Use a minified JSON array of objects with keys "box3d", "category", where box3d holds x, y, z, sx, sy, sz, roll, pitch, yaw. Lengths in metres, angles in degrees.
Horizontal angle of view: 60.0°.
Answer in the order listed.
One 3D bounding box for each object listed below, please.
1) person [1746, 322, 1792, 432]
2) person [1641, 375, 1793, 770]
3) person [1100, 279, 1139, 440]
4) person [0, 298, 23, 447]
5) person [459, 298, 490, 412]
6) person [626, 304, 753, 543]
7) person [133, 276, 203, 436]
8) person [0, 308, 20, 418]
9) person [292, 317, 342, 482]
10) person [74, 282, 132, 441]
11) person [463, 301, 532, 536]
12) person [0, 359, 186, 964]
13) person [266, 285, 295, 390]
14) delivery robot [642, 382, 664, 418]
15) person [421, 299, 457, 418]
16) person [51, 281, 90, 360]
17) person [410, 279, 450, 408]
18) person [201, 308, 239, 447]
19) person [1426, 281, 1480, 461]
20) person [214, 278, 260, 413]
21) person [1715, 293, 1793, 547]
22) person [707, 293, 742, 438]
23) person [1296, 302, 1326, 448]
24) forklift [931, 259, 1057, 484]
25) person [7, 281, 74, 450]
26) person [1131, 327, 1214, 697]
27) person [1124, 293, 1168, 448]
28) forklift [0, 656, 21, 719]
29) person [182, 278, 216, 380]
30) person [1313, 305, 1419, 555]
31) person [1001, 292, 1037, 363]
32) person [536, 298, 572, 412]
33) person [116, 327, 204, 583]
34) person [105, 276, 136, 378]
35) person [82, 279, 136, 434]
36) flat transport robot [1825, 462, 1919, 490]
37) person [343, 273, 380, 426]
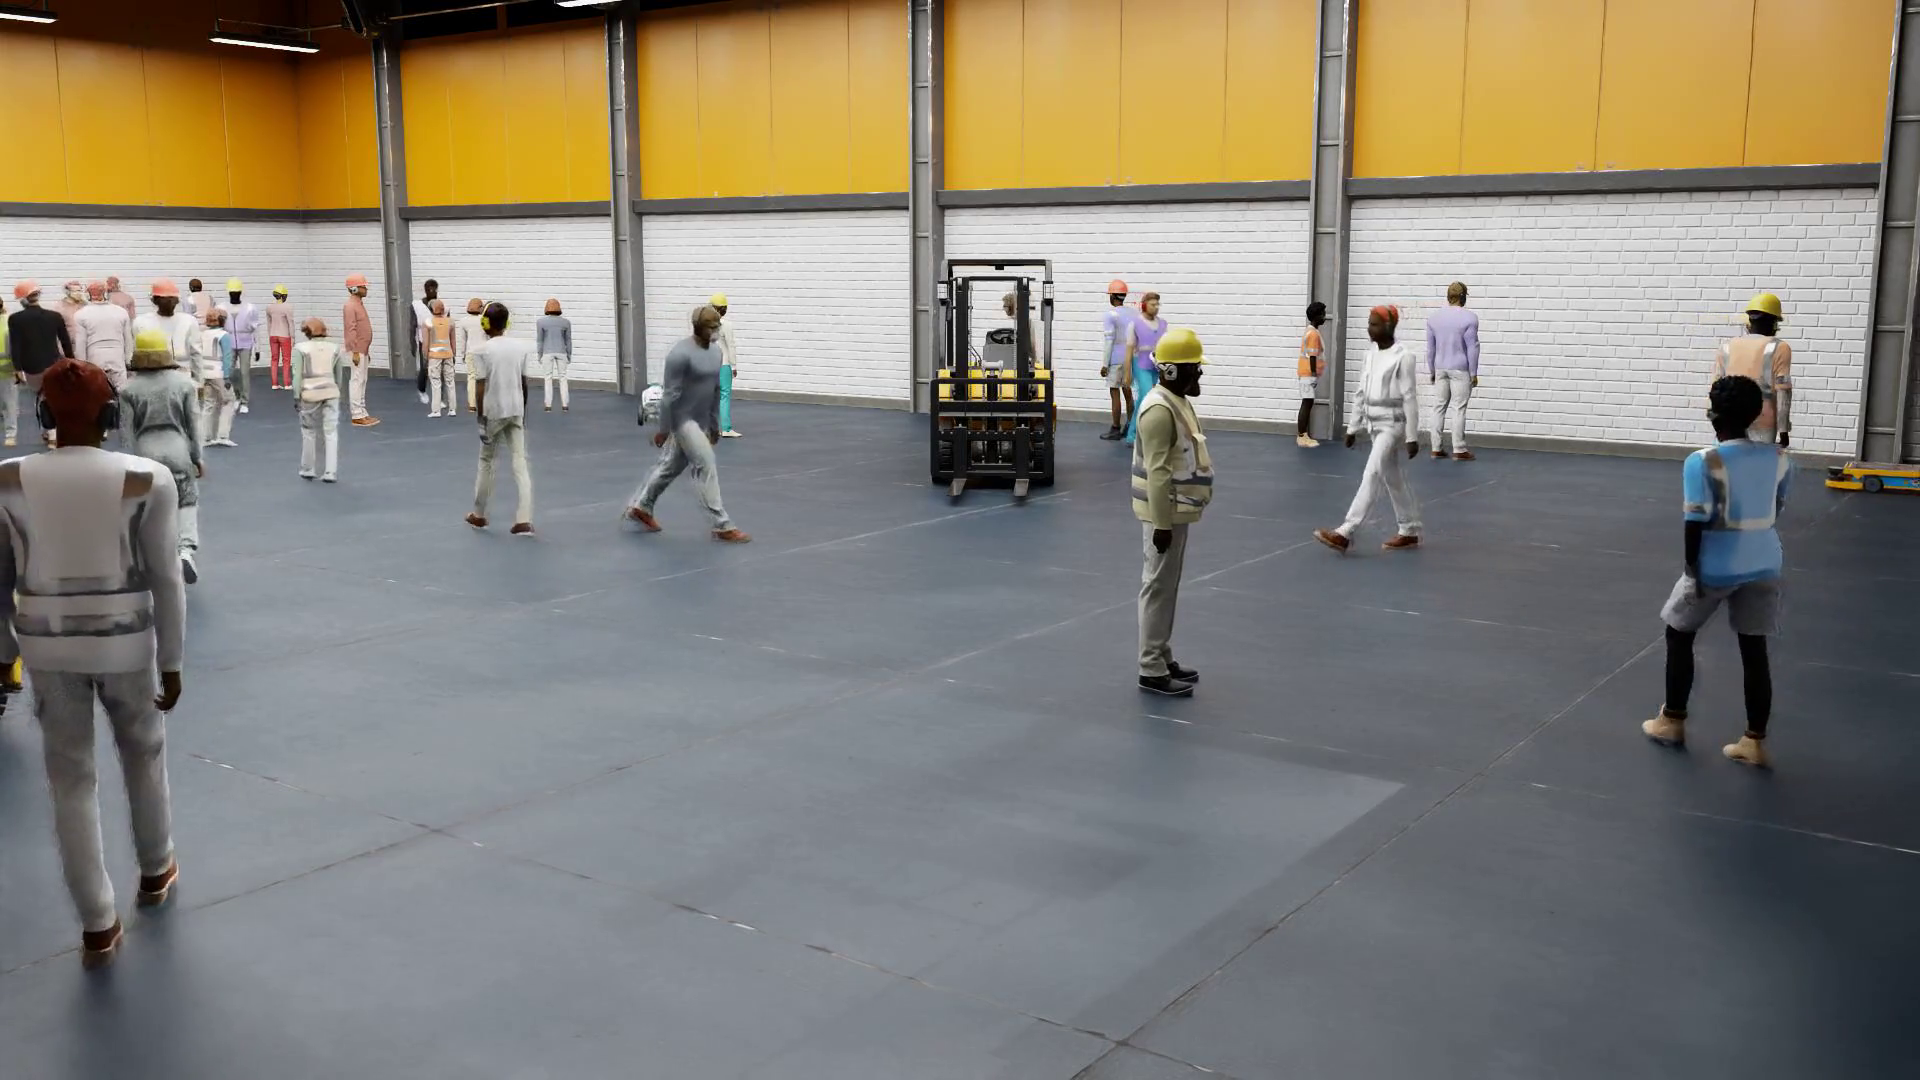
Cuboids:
[{"box3d":[6.749,-1.038,13.933,0.656,1.748,0.538,-1,10,-6],"category":"person"},{"box3d":[3.296,0.123,7.233,0.549,1.673,0.716,-2,10,-10],"category":"person"},{"box3d":[1.906,-2.173,20.107,0.542,1.939,0.369,-8,12,-39],"category":"person"},{"box3d":[-11.073,-1.915,19.081,0.627,1.781,0.966,-5,11,-27],"category":"person"},{"box3d":[-6.909,-2.647,23.837,0.498,1.634,0.282,1,10,4],"category":"person"},{"box3d":[-2.156,-0.914,12.921,1.162,1.857,0.654,4,10,22],"category":"person"},{"box3d":[-7.738,-1.562,16.250,0.613,2.024,0.667,-9,13,-42],"category":"person"},{"box3d":[-13.208,-2.491,22.979,0.361,1.616,0.574,0,10,1],"category":"person"},{"box3d":[-6.330,-1.380,16.344,0.527,1.599,0.738,-8,13,-40],"category":"person"},{"box3d":[-10.340,-2.149,20.088,0.637,1.901,0.403,-9,13,-43],"category":"person"},{"box3d":[-3.672,-0.970,13.222,0.499,1.835,0.924,-8,12,-38],"category":"person"},{"box3d":[-2.785,0.348,5.340,0.587,1.848,0.864,-4,10,-22],"category":"person"},{"box3d":[-11.367,-3.387,27.884,0.518,1.757,0.340,2,10,14],"category":"person"},{"box3d":[-4.046,-1.863,22.099,0.477,0.478,0.707,-2,10,-12],"category":"delivery robot"},{"box3d":[-7.183,-2.503,22.969,0.307,1.638,0.513,9,13,44],"category":"person"},{"box3d":[-12.286,-2.674,23.271,0.833,1.874,0.687,6,11,32],"category":"person"},{"box3d":[-7.806,-2.890,24.485,0.627,1.899,0.629,-6,12,-34],"category":"person"},{"box3d":[-8.650,-1.879,19.330,0.524,1.610,0.409,7,12,34],"category":"person"},{"box3d":[5.347,-1.825,18.034,0.373,1.940,0.628,-8,13,-40],"category":"person"},{"box3d":[-10.244,-2.749,23.591,0.609,1.915,0.416,-2,10,-14],"category":"person"},{"box3d":[5.972,-0.889,12.524,0.381,1.917,0.585,-6,12,-34],"category":"person"},{"box3d":[-2.940,-2.137,20.398,0.525,1.772,0.308,7,12,34],"category":"person"},{"box3d":[4.082,-1.916,19.334,0.320,1.690,0.532,1,10,8],"category":"person"},{"box3d":[0.370,-1.738,16.759,1.214,2.155,2.313,1,10,3],"category":"forklift"},{"box3d":[-10.567,-2.001,19.153,0.639,1.926,1.028,-6,11,-30],"category":"person"},{"box3d":[1.068,-0.146,8.351,0.403,1.831,0.595,3,10,16],"category":"person"},{"box3d":[2.194,-1.888,18.841,0.573,1.797,0.934,-9,13,-42],"category":"person"},{"box3d":[-5.296,-0.090,6.943,1.214,2.155,2.313,7,12,35],"category":"forklift"},{"box3d":[-13.694,-3.775,29.935,0.430,1.845,0.620,7,12,35],"category":"person"},{"box3d":[3.045,-0.804,12.262,0.979,1.829,0.605,-2,10,-15],"category":"person"},{"box3d":[0.721,-1.954,19.221,0.522,1.813,0.875,-9,13,-43],"category":"person"},{"box3d":[-5.829,-2.657,23.929,0.494,1.623,0.293,-4,10,-22],"category":"person"},{"box3d":[-5.212,-0.522,10.864,0.500,1.730,0.457,-5,11,-27],"category":"person"},{"box3d":[-14.520,-3.582,28.629,0.645,1.903,0.401,-5,11,-28],"category":"person"},{"box3d":[-10.668,-2.265,20.689,1.013,1.931,0.627,0,10,0],"category":"person"},{"box3d":[8.928,-0.578,15.566,1.431,0.197,0.652,6,11,30],"category":"flat transport robot"},{"box3d":[-7.887,-2.494,21.844,0.374,1.997,0.613,-1,10,-7],"category":"person"}]
